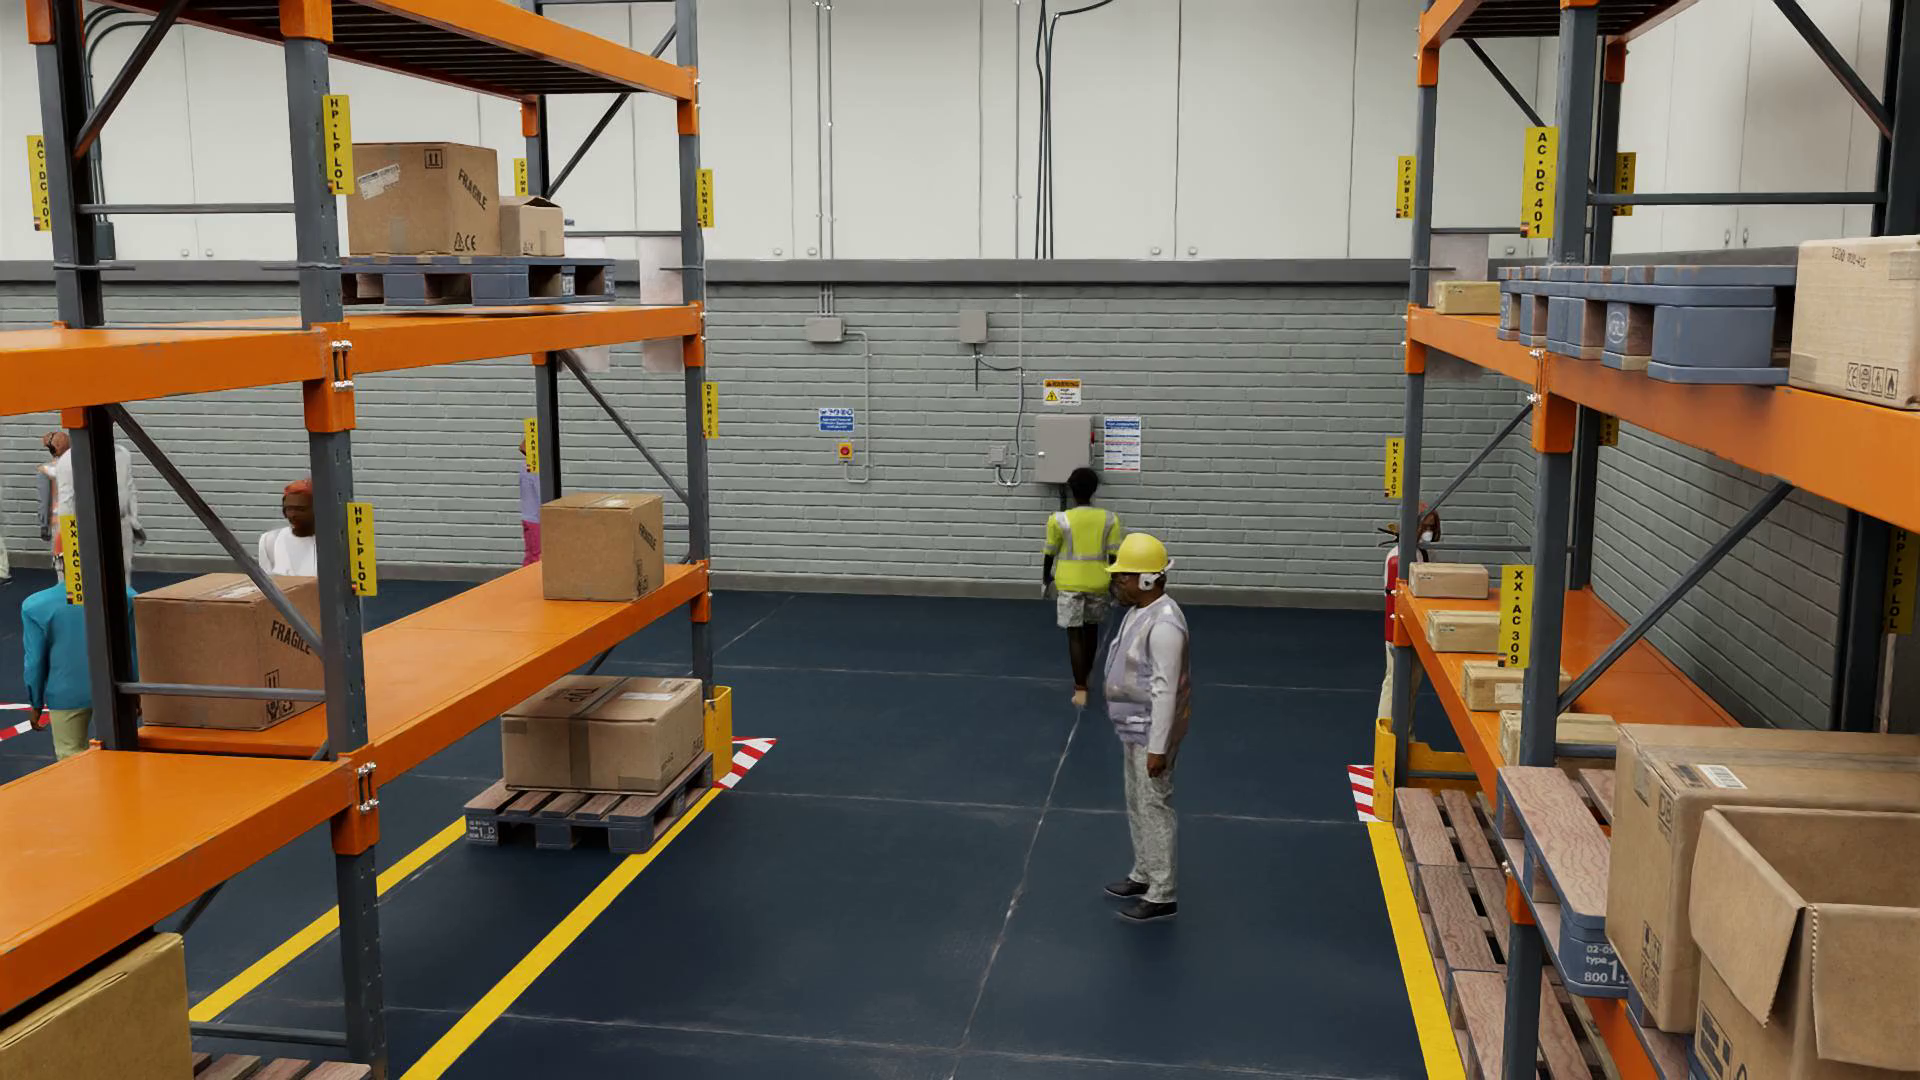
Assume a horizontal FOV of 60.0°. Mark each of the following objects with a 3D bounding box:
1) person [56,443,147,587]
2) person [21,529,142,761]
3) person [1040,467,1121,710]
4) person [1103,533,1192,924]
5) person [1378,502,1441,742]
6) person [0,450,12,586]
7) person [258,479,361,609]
[{"bbox_3d":[-7.101,-0.130,13.792,0.404,1.899,0.661,4,10,25],"label":"person"},{"bbox_3d":[-4.506,0.779,8.577,0.576,1.749,0.334,-8,12,-40],"label":"person"},{"bbox_3d":[0.824,0.314,11.739,0.543,1.654,0.839,-2,10,-14],"label":"person"},{"bbox_3d":[0.871,0.872,7.796,0.403,1.824,0.605,-1,9,-6],"label":"person"},{"bbox_3d":[2.769,0.575,10.199,0.497,1.633,0.279,-9,13,-43],"label":"person"},{"bbox_3d":[-9.447,-0.414,15.982,0.574,1.737,0.354,4,10,24],"label":"person"},{"bbox_3d":[-3.800,0.546,9.783,0.573,1.843,1.011,1,9,8],"label":"person"}]
